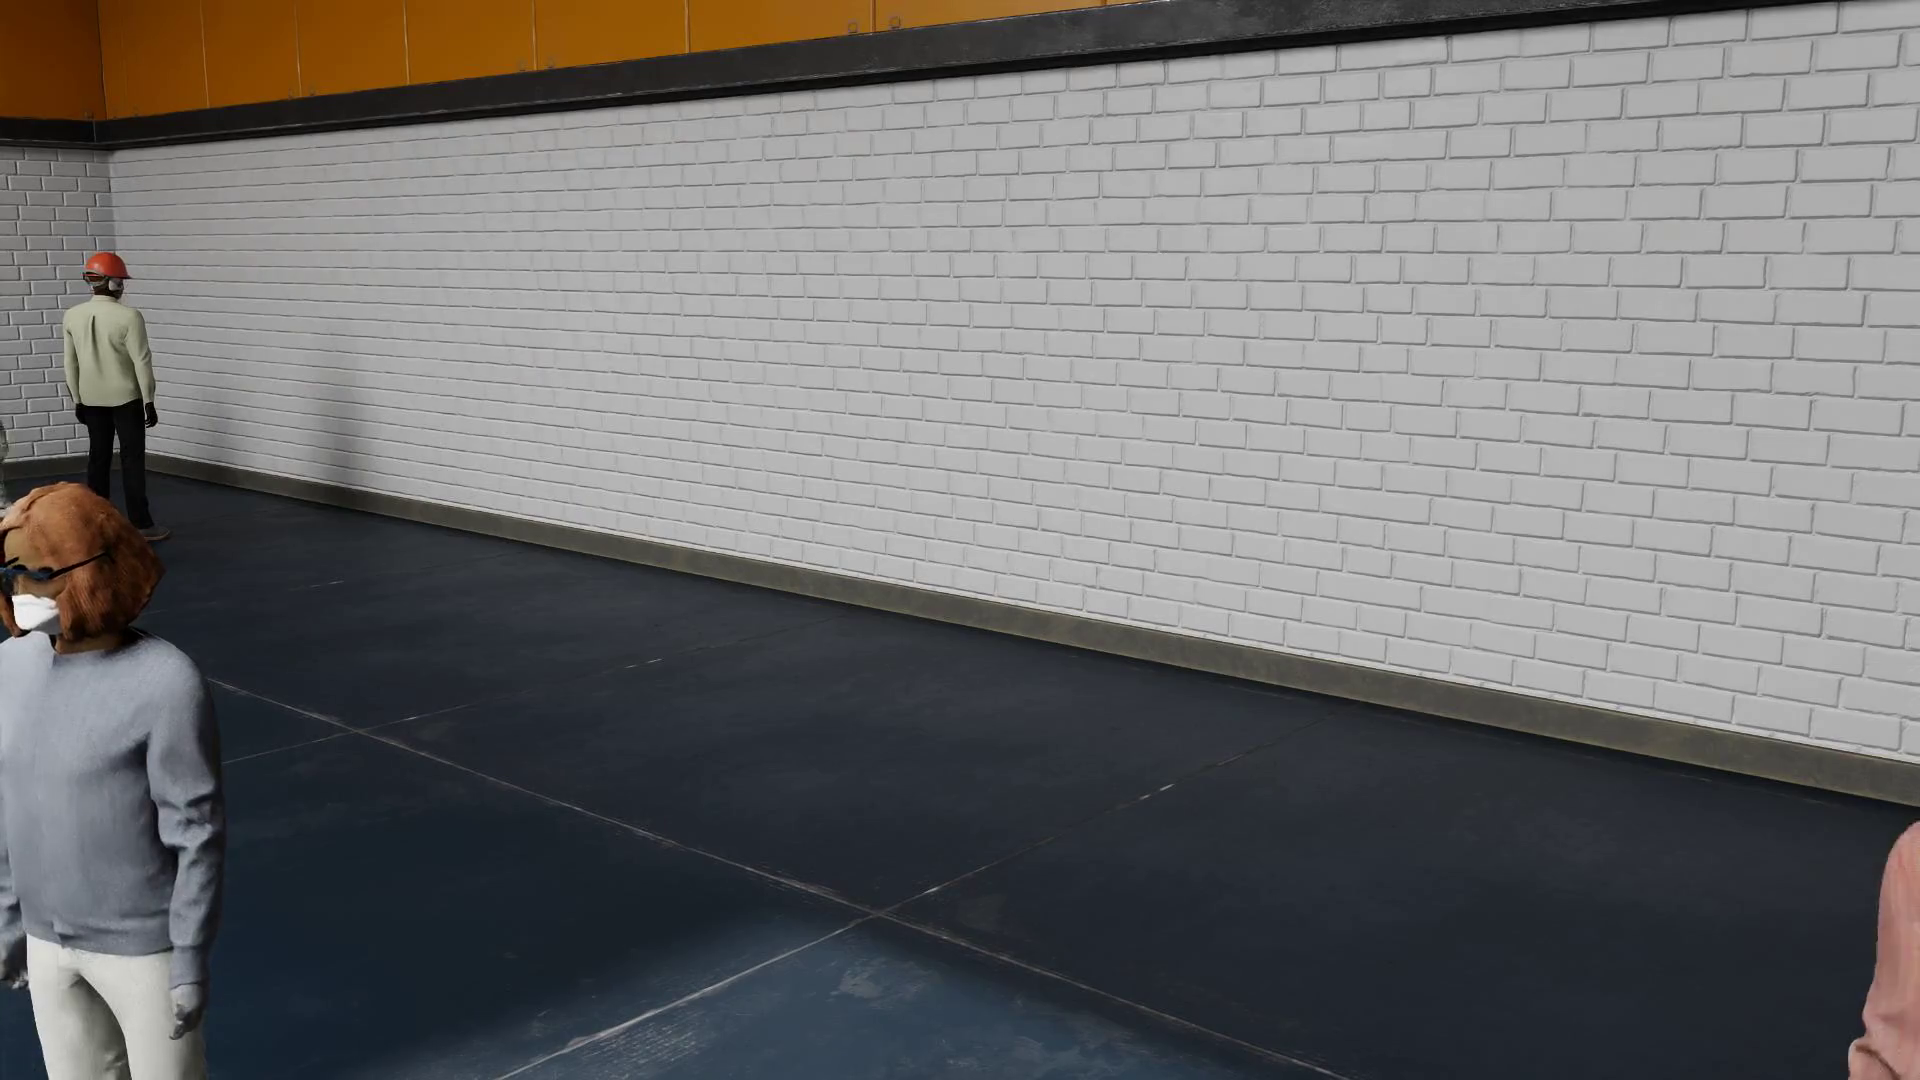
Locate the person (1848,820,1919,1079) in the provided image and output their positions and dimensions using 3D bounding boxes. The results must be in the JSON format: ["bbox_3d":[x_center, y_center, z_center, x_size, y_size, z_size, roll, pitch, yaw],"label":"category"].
[{"bbox_3d":[1.296,0.841,1.849,0.628,1.741,0.554,-8,13,-37],"label":"person"}]

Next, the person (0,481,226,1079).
[{"bbox_3d":[-1.496,0.707,2.916,0.497,1.632,0.289,4,11,21],"label":"person"}]

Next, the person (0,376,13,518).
[{"bbox_3d":[-7.293,-1.051,12.298,0.612,1.858,0.519,-8,13,-37],"label":"person"}]

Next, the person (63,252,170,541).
[{"bbox_3d":[-5.809,-0.970,11.436,0.626,1.991,0.389,2,10,9],"label":"person"}]
